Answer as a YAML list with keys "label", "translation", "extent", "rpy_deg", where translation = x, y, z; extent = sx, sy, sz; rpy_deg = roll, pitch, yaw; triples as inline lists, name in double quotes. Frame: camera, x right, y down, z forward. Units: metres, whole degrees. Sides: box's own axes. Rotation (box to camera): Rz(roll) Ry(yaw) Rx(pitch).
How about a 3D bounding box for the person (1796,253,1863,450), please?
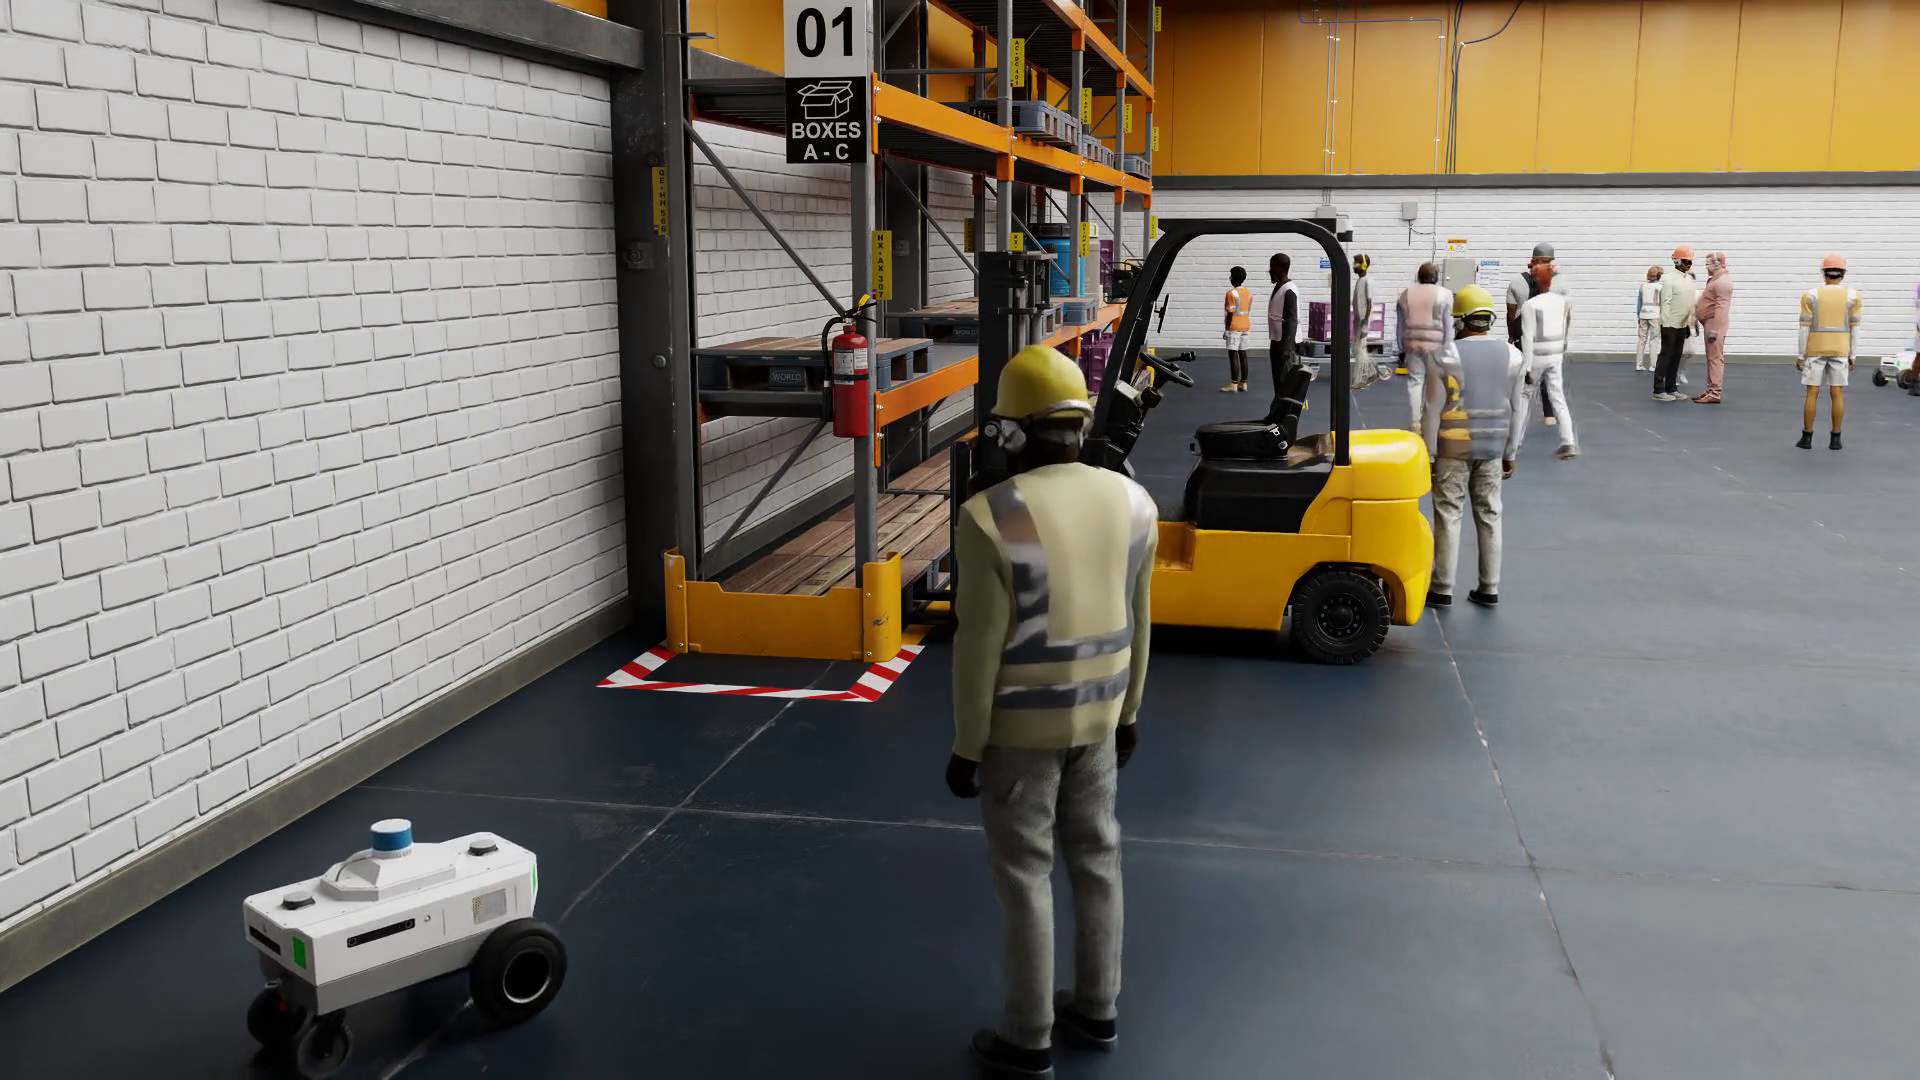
- label: "person"
  translation: [8.553, -1.850, 16.396]
  extent: [0.566, 1.932, 0.373]
  rpy_deg: [4, 11, 21]

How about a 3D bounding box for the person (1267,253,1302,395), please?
- label: "person"
  translation: [3.460, -2.102, 17.811]
  extent: [0.371, 1.915, 0.597]
  rpy_deg: [-1, 10, -4]

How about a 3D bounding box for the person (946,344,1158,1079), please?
- label: "person"
  translation: [0.212, 0.432, 4.155]
  extent: [0.599, 1.828, 0.404]
  rpy_deg: [-7, 13, -34]

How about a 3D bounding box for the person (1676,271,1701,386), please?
- label: "person"
  translation: [10.121, -2.956, 23.292]
  extent: [0.565, 1.619, 0.386]
  rpy_deg: [-1, 10, -8]

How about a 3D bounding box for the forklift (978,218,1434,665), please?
- label: "forklift"
  translation: [1.285, -0.567, 8.635]
  extent: [2.313, 2.155, 1.214]
  rpy_deg: [2, 11, 11]

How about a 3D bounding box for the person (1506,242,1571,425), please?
- label: "person"
  translation: [6.481, -2.313, 18.628]
  extent: [0.688, 2.000, 0.536]
  rpy_deg: [6, 12, 28]

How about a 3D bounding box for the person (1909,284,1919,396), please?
- label: "person"
  translation: [12.634, -2.761, 21.567]
  extent: [0.539, 1.882, 0.962]
  rpy_deg: [2, 11, 10]

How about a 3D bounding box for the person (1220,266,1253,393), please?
- label: "person"
  translation: [3.724, -2.830, 22.406]
  extent: [0.315, 1.696, 0.541]
  rpy_deg: [9, 14, 41]

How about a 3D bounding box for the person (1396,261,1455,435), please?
- label: "person"
  translation: [4.917, -2.017, 17.569]
  extent: [0.651, 1.832, 0.448]
  rpy_deg: [8, 13, 36]

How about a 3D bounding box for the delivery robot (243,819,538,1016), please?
- label: "delivery robot"
  translation: [-1.488, 0.981, 4.387]
  extent: [0.477, 0.478, 0.707]
  rpy_deg: [10, 14, 44]

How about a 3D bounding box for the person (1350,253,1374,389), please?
- label: "person"
  translation: [5.527, -3.002, 22.924]
  extent: [0.331, 1.865, 0.537]
  rpy_deg: [-1, 10, -6]

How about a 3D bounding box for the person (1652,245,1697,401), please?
- label: "person"
  translation: [9.164, -2.764, 21.270]
  extent: [0.607, 1.987, 0.407]
  rpy_deg: [-9, 14, -40]

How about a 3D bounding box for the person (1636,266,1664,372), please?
- label: "person"
  translation: [10.752, -3.425, 25.862]
  extent: [0.318, 1.640, 0.540]
  rpy_deg: [-6, 12, -30]

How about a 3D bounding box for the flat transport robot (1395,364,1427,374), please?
- label: "flat transport robot"
  translation: [7.368, -2.626, 25.194]
  extent: [1.431, 0.197, 0.652]
  rpy_deg: [4, 11, 20]

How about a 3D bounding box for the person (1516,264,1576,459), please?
- label: "person"
  translation: [5.540, -1.692, 15.800]
  extent: [0.593, 1.844, 0.976]
  rpy_deg: [-4, 11, -21]

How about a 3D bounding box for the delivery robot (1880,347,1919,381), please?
- label: "delivery robot"
  translation: [13.187, -2.440, 23.140]
  extent: [0.707, 0.478, 0.477]
  rpy_deg: [-3, 11, -18]

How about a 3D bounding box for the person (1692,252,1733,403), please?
- label: "person"
  translation: [9.489, -2.672, 20.981]
  extent: [0.406, 1.902, 0.636]
  rpy_deg: [4, 11, 21]

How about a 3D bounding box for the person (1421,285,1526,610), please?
- label: "person"
  translation: [2.864, -0.515, 9.365]
  extent: [0.589, 1.824, 0.403]
  rpy_deg: [-2, 10, -9]
